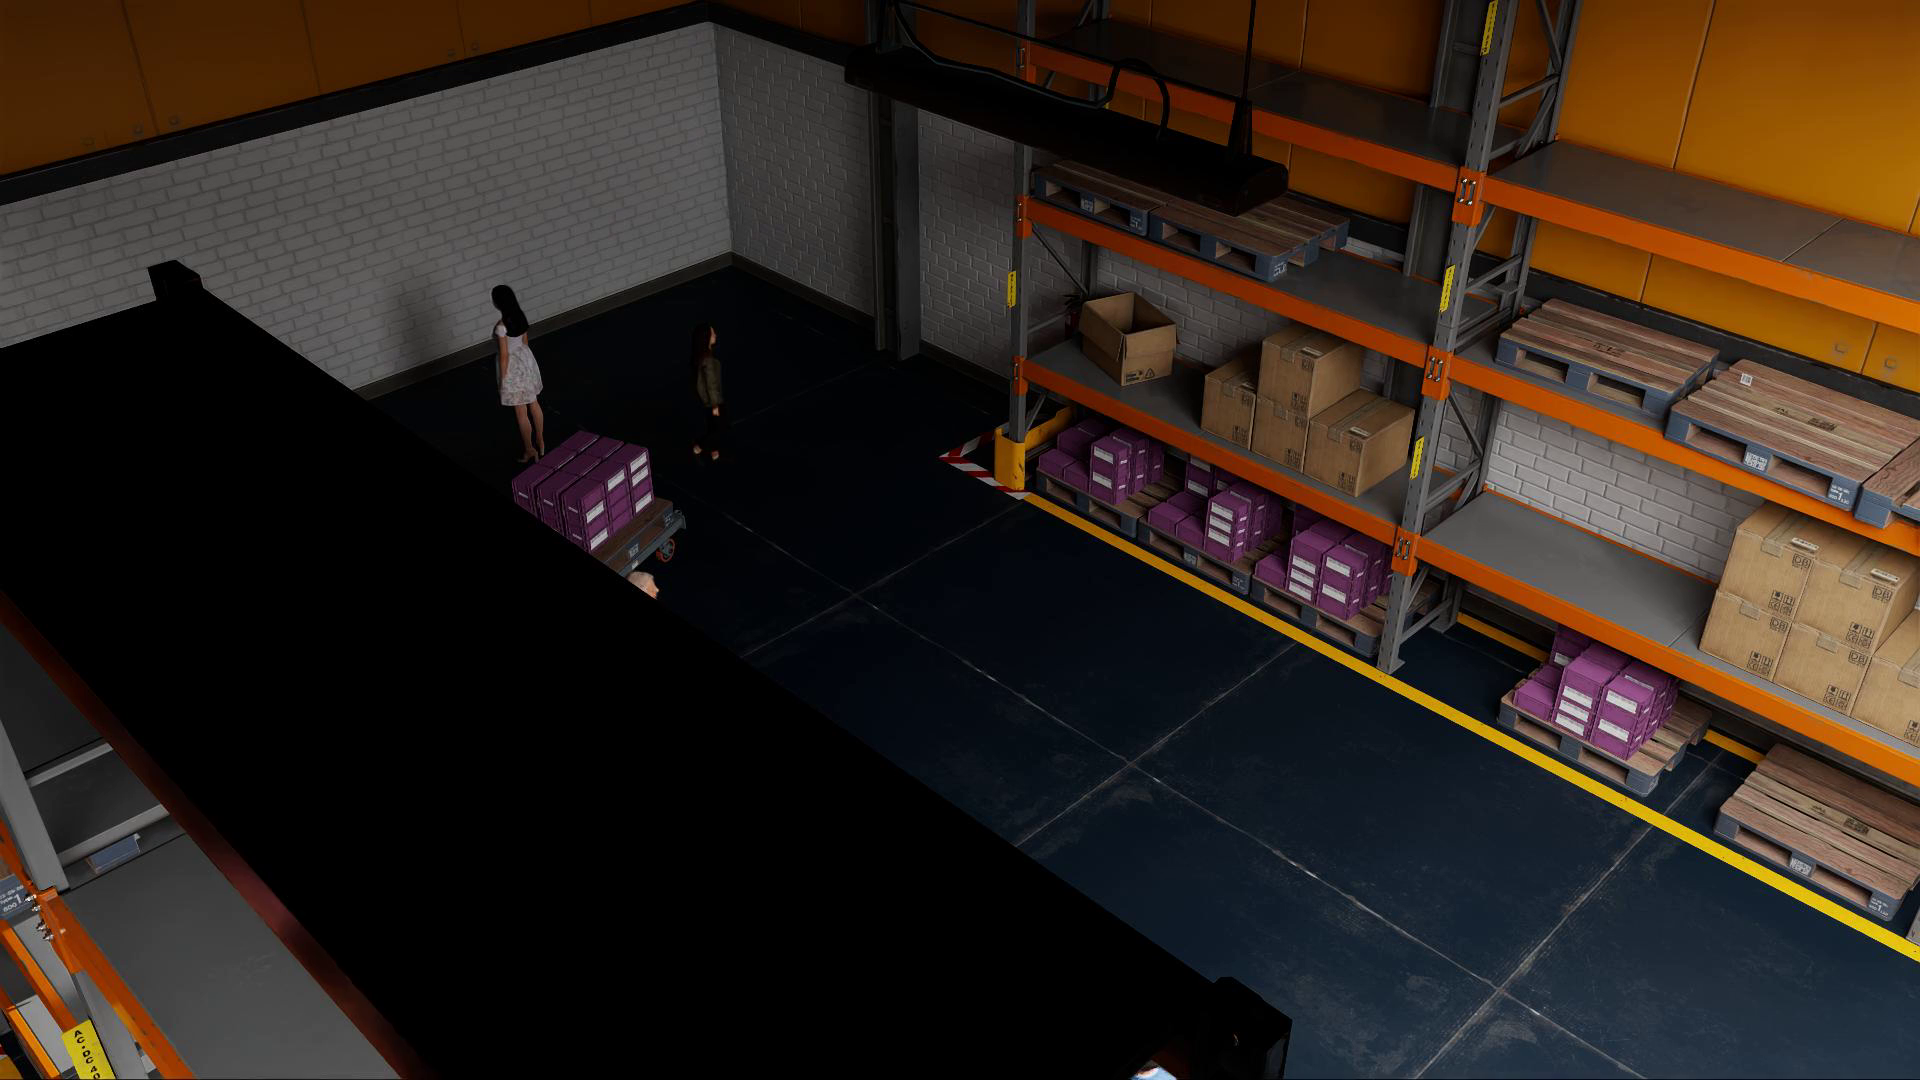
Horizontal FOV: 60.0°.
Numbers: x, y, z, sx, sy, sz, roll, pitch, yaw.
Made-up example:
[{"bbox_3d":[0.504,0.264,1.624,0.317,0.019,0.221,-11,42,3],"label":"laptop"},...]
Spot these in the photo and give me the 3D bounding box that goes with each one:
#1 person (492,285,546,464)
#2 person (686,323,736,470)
[{"bbox_3d":[-4.066,-1.528,15.292,0.761,1.777,0.744,13,36,19],"label":"person"},{"bbox_3d":[-2.346,-1.284,15.202,0.800,1.471,0.753,-11,35,-16],"label":"person"}]
